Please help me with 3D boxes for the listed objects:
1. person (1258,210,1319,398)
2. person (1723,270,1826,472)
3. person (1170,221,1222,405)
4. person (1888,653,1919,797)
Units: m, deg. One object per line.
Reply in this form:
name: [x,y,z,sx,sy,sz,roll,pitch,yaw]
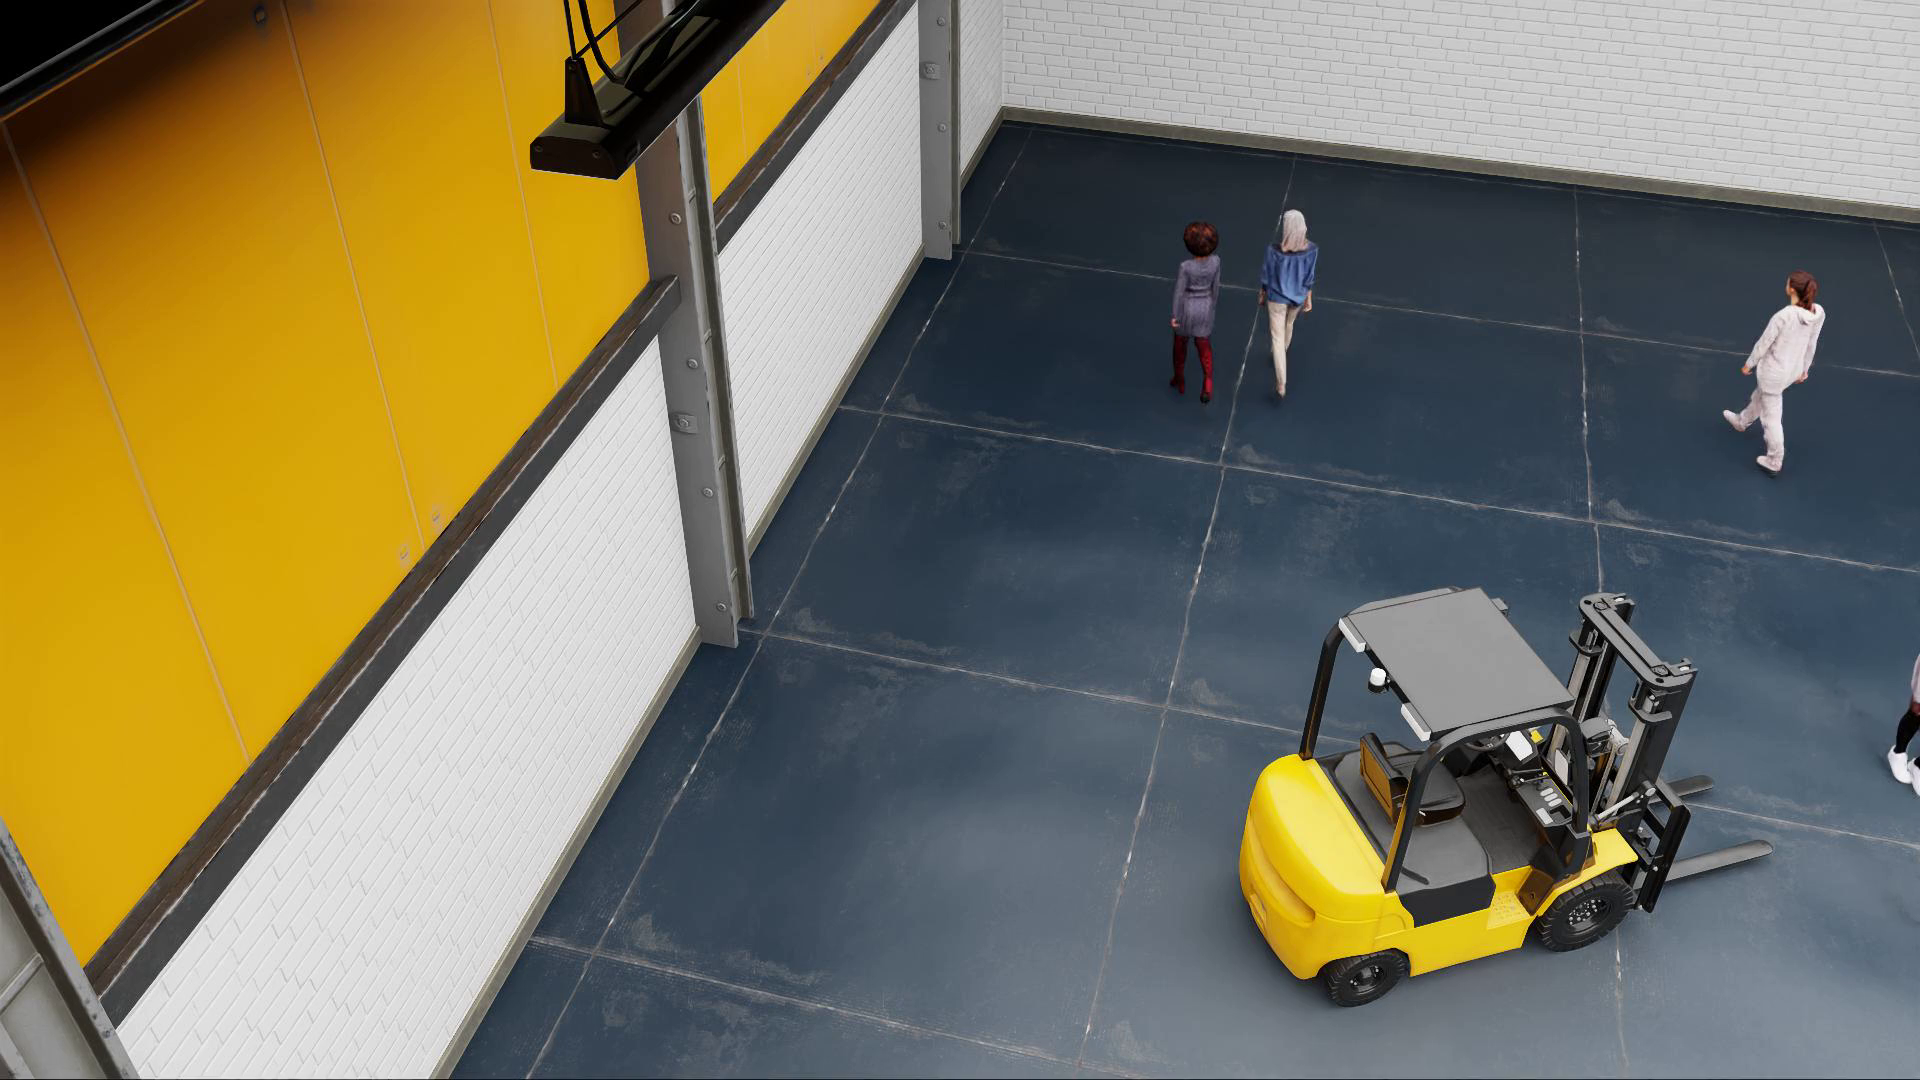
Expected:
person: [2.834,-2.032,14.434,0.912,1.663,1.168,-2,39,-3]
person: [6.751,-1.337,13.580,1.016,1.641,1.182,-12,40,-14]
person: [2.046,-1.897,14.242,0.866,1.690,1.022,-10,40,-13]
person: [6.321,0.854,10.746,0.694,1.755,0.708,3,39,4]
